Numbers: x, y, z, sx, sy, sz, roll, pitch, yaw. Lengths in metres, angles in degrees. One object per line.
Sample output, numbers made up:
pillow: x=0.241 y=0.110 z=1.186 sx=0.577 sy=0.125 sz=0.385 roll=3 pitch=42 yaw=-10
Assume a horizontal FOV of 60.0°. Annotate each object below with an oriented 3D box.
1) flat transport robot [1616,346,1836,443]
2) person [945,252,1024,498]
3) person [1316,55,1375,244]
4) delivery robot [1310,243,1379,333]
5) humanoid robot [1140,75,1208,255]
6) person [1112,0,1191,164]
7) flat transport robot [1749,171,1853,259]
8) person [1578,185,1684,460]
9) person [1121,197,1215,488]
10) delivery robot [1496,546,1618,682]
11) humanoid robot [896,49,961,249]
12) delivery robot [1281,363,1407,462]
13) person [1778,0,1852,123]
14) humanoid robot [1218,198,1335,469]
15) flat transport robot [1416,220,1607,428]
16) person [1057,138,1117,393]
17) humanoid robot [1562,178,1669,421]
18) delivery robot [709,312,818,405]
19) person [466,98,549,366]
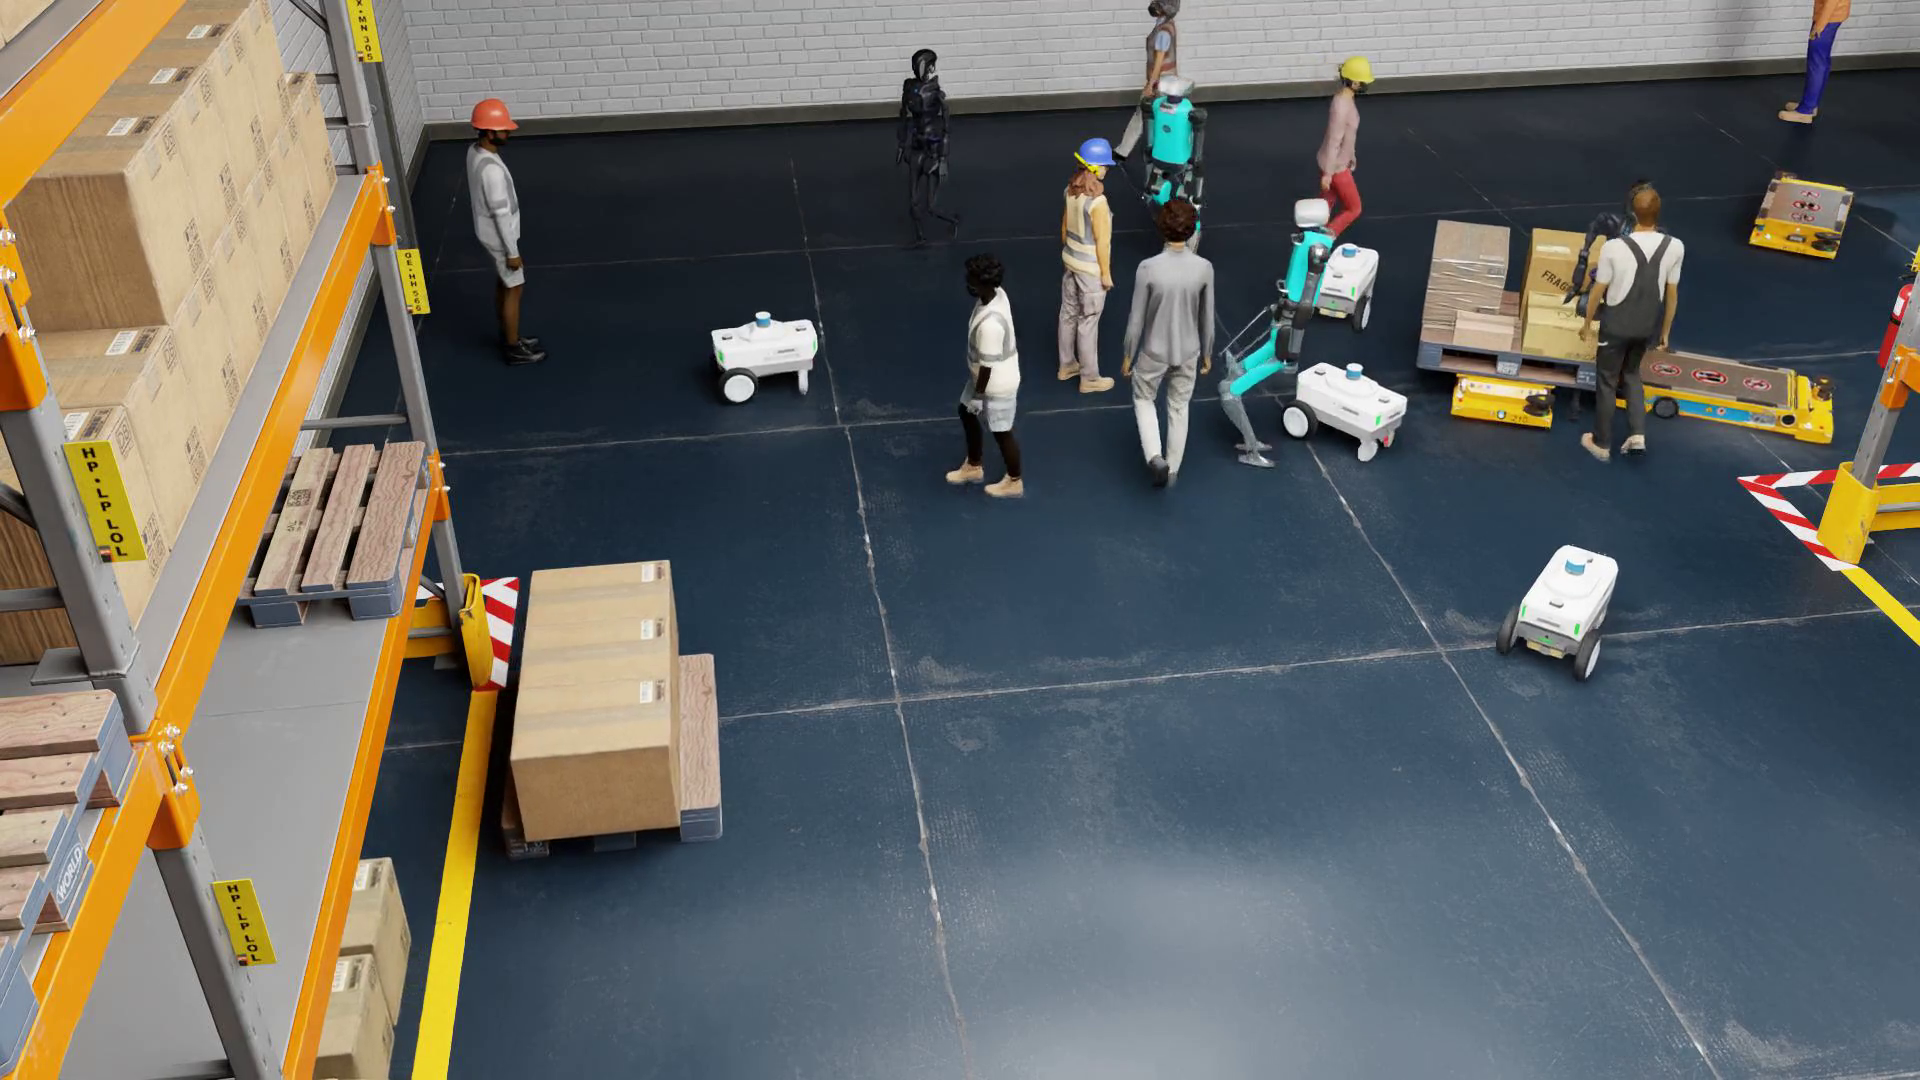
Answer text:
flat transport robot: x=5.203 y=-1.011 z=11.402 sx=1.431 sy=0.231 sz=0.659 roll=13 pitch=35 yaw=19
person: x=0.119 y=-0.965 z=10.032 sx=0.641 sy=1.671 sz=0.552 roll=1 pitch=33 yaw=1
person: x=2.974 y=-2.921 z=12.967 sx=0.399 sy=1.746 sz=0.536 roll=2 pitch=33 yaw=3
delivery robot: x=2.899 y=-1.939 z=12.557 sx=0.499 sy=0.588 sz=0.774 roll=15 pitch=36 yaw=22
humanoid robot: x=1.696 y=-2.689 z=12.671 sx=0.537 sy=1.813 sz=0.733 roll=22 pitch=39 yaw=30
person: x=1.752 y=-4.140 z=14.935 sx=0.879 sy=1.636 sz=0.470 roll=1 pitch=33 yaw=1
flat transport robot: x=7.136 y=-2.756 z=14.075 sx=0.659 sy=0.231 sz=1.431 roll=17 pitch=37 yaw=24
person: x=4.192 y=-1.320 z=10.452 sx=0.524 sy=1.822 sz=0.451 roll=-3 pitch=33 yaw=-5
person: x=1.276 y=-1.136 z=10.123 sx=0.572 sy=1.877 sz=0.506 roll=-3 pitch=33 yaw=-5
delivery robot: x=3.292 y=0.359 z=9.044 sx=0.499 sy=0.597 sz=0.801 roll=21 pitch=38 yaw=28
humanoid robot: x=-0.242 y=-3.153 z=13.394 sx=0.469 sy=1.641 sz=0.608 roll=-28 pitch=42 yaw=-36
delivery robot: x=2.537 y=-0.881 z=10.945 sx=0.502 sy=0.599 sz=0.771 roll=-26 pitch=41 yaw=-34
person: x=8.311 y=-5.020 z=15.978 sx=0.392 sy=1.983 sz=0.508 roll=24 pitch=40 yaw=32
humanoid robot: x=1.901 y=-1.271 z=10.454 sx=0.757 sy=1.783 sz=0.532 roll=1 pitch=33 yaw=2
flat transport robot: x=3.844 y=-1.237 z=11.749 sx=0.659 sy=0.231 sz=1.431 roll=9 pitch=34 yaw=14
person: x=0.871 y=-1.868 z=11.337 sx=0.323 sy=1.773 sz=0.470 roll=-18 pitch=37 yaw=-25
humanoid robot: x=4.356 y=-1.636 z=11.099 sx=0.615 sy=1.629 sz=0.731 roll=19 pitch=37 yaw=26
delivery robot: x=-1.369 y=-1.305 z=11.569 sx=0.742 sy=0.570 sz=0.499 roll=-9 pitch=34 yaw=-13
person: x=-3.179 y=-2.134 z=11.611 sx=0.379 sy=1.926 sz=0.547 roll=-16 pitch=36 yaw=-22
